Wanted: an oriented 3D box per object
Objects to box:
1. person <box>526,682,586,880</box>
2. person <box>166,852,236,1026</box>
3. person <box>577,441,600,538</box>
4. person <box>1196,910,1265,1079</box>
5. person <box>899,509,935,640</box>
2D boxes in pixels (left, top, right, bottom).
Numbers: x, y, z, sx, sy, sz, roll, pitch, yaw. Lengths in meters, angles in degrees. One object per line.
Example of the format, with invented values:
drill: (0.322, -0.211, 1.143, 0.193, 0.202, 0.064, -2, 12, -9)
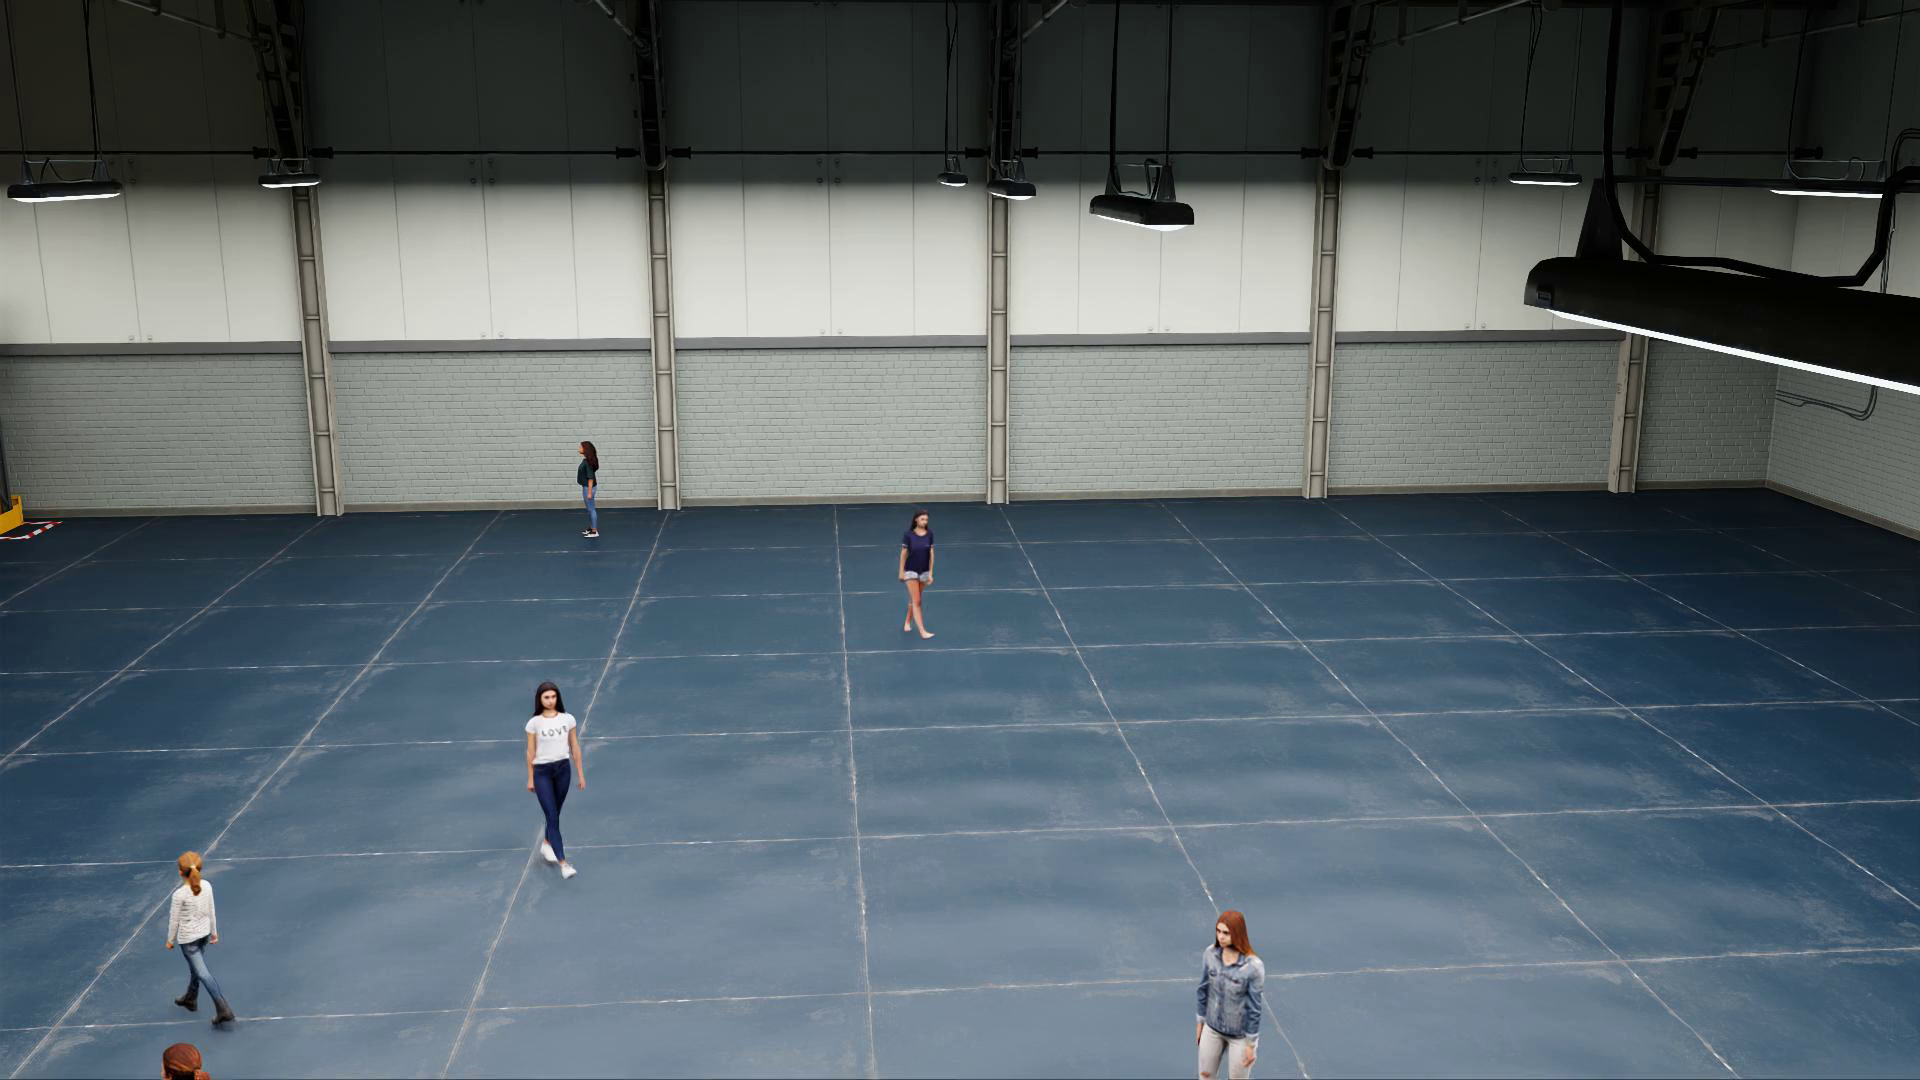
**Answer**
person: (-3.653, 2.109, 14.814, 1.148, 1.729, 1.025, -8, 15, -32)
person: (-5.566, 2.942, 12.182, 0.953, 1.293, 0.770, 7, 15, 26)
person: (-6.215, -0.864, 27.899, 0.618, 1.616, 0.623, -3, 13, -12)
person: (1.727, 3.117, 10.529, 0.747, 1.698, 0.811, 10, 17, 38)
person: (-0.620, 0.445, 22.034, 1.082, 1.713, 0.871, -4, 14, -16)
